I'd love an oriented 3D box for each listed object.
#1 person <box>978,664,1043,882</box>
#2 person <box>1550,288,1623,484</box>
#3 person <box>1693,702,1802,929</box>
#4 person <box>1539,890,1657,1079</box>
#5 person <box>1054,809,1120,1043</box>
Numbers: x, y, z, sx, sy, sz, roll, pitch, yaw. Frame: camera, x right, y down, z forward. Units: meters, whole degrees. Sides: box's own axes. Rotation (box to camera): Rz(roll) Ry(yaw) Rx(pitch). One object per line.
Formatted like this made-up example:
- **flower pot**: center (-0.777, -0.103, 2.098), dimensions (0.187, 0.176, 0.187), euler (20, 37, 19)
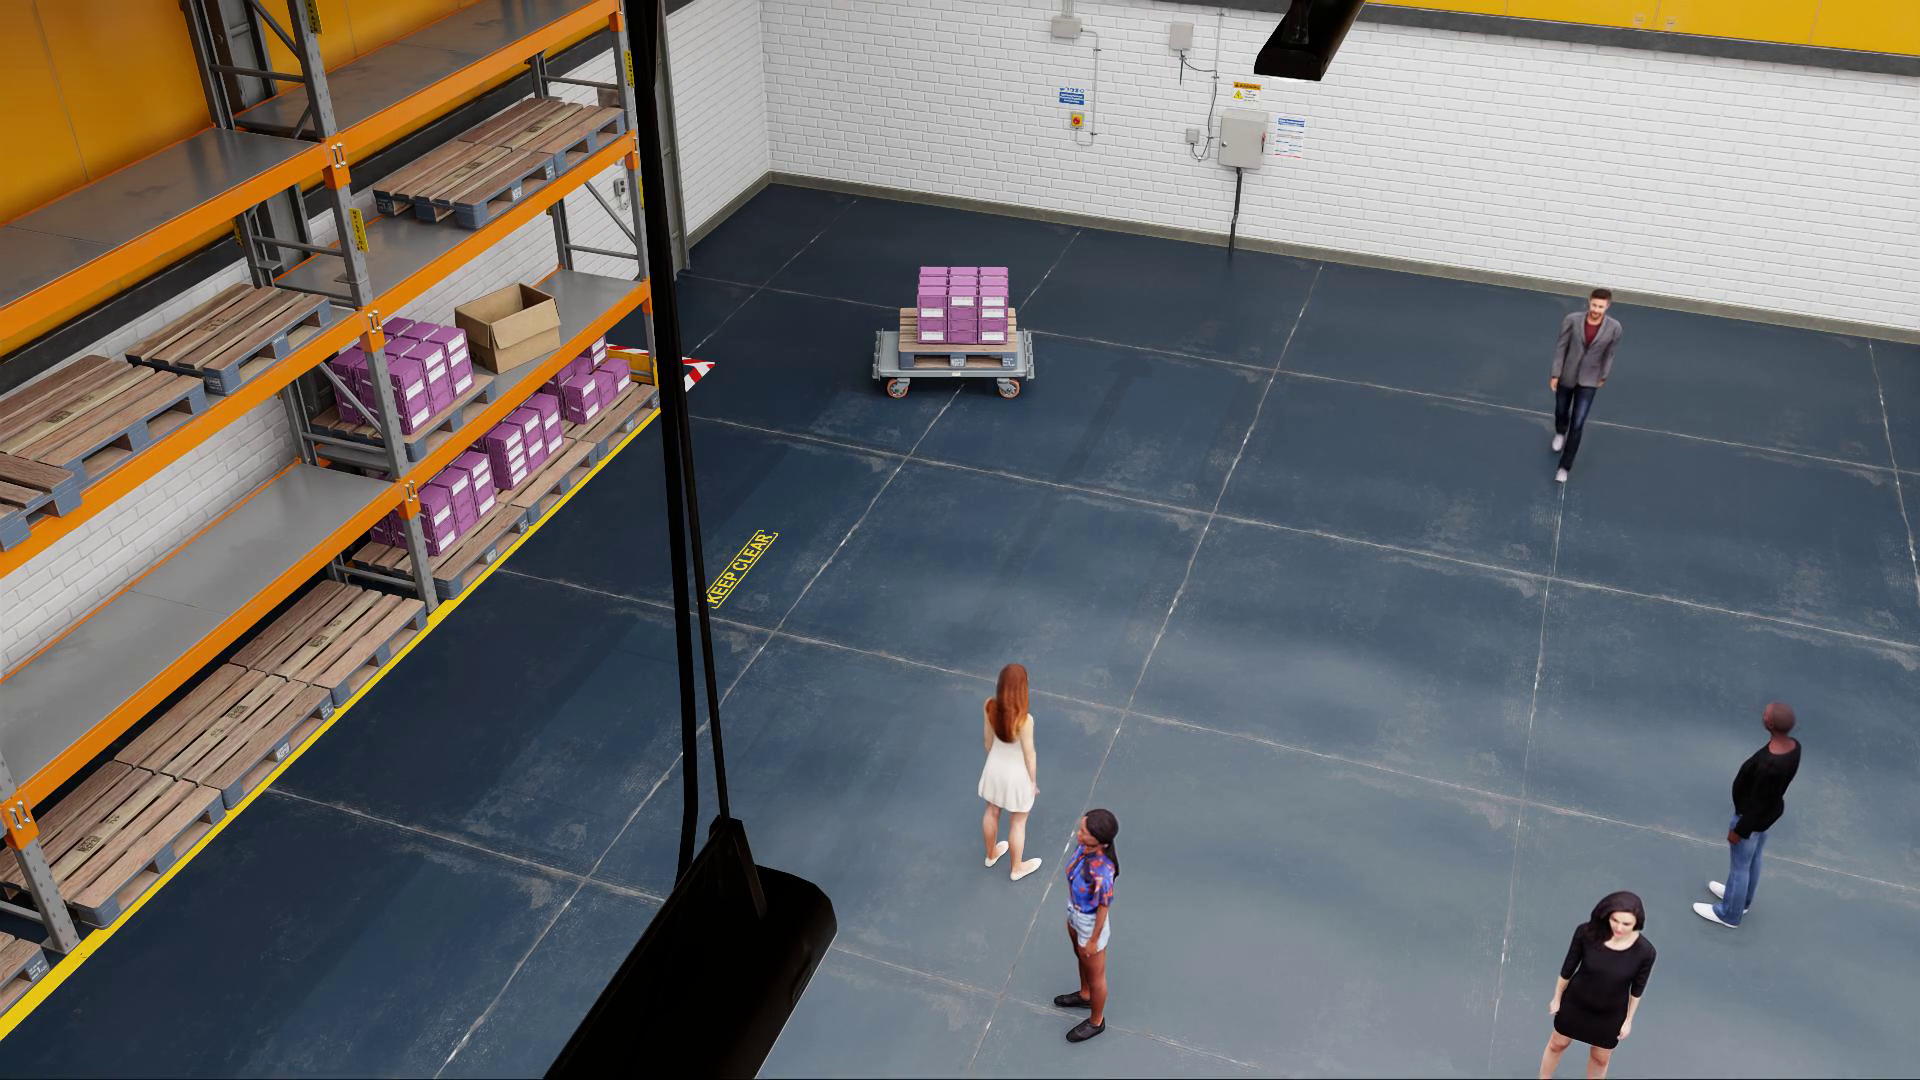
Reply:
- **person**: center (0.322, 1.533, 11.017), dimensions (0.624, 1.706, 0.631), euler (25, 41, 33)
- **person**: center (5.768, -1.531, 15.515), dimensions (0.772, 1.827, 1.234), euler (15, 36, 21)
- **person**: center (5.101, 1.759, 10.640), dimensions (0.627, 1.747, 0.738), euler (-28, 43, -35)
- **person**: center (3.535, 2.625, 9.282), dimensions (0.608, 1.806, 0.513), euler (15, 37, 22)
- **person**: center (0.770, 2.264, 9.883), dimensions (0.731, 1.743, 0.631), euler (-8, 34, -11)
